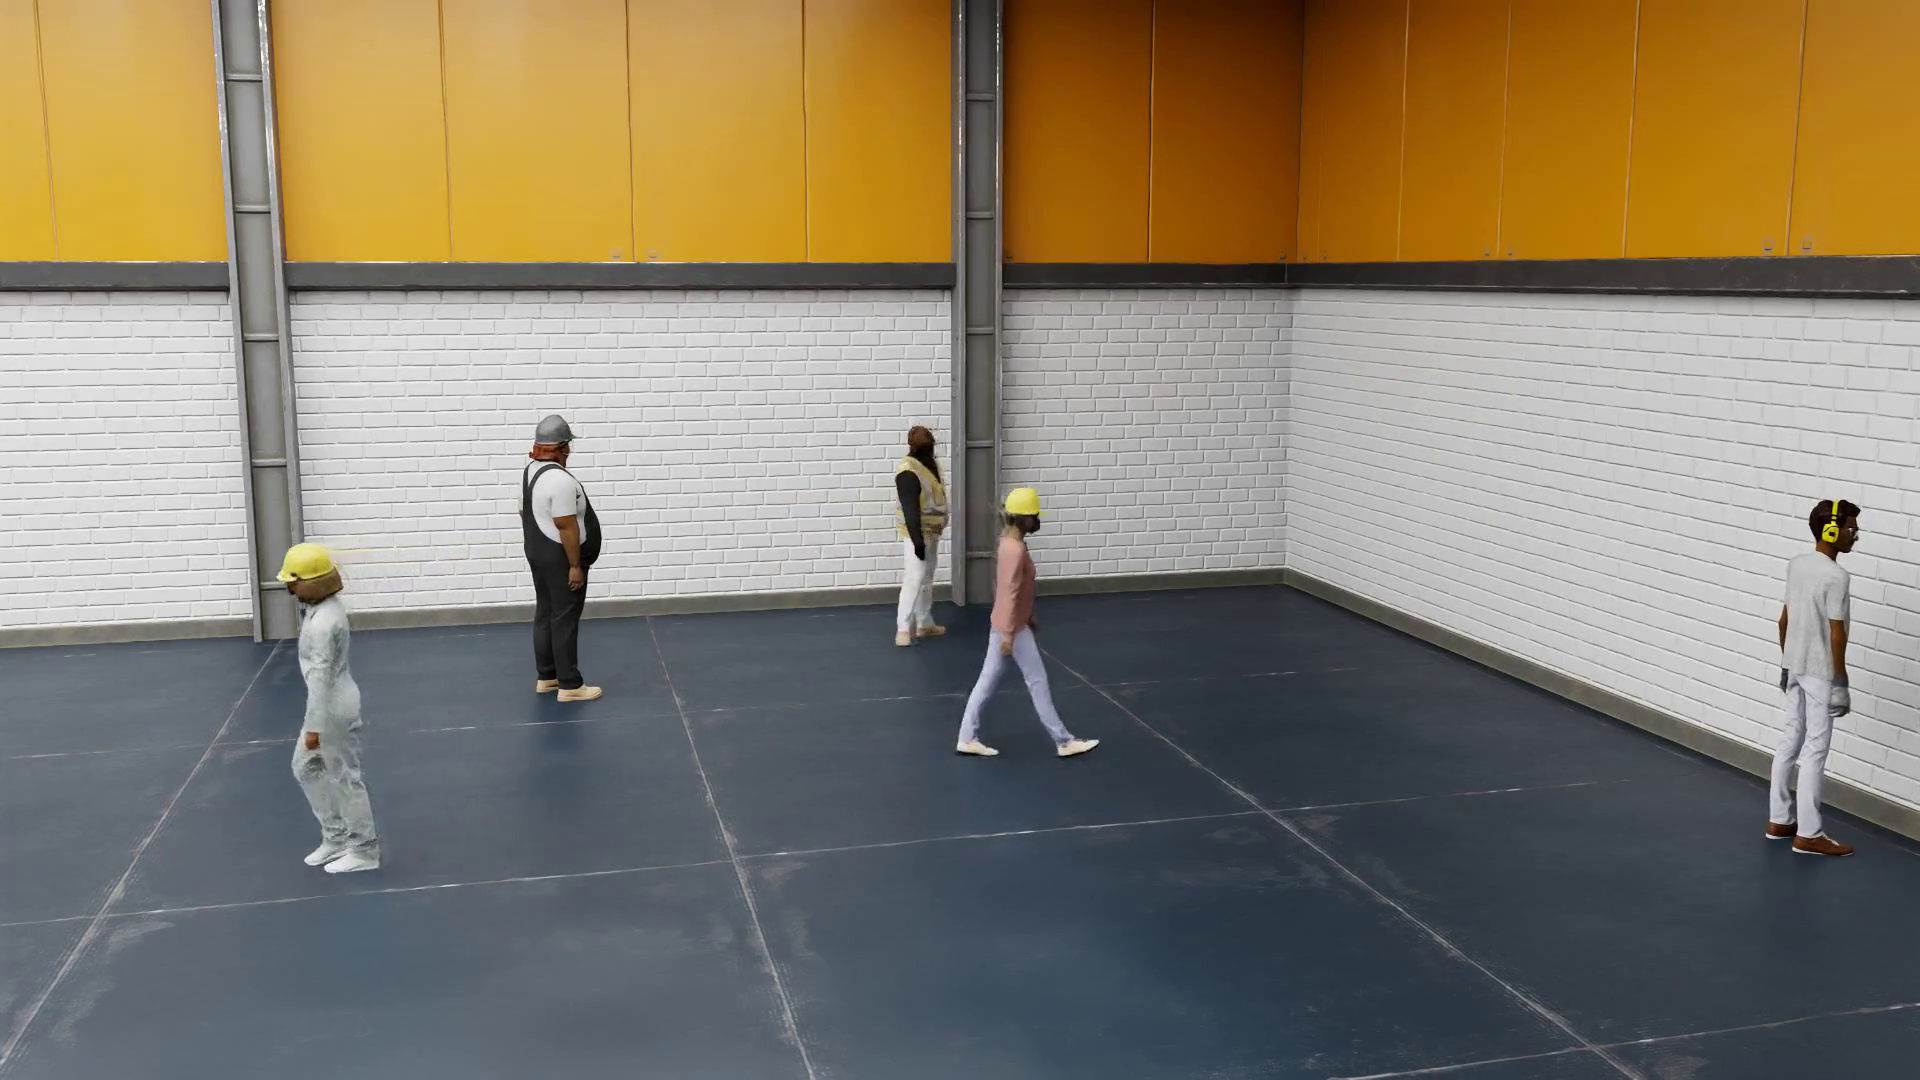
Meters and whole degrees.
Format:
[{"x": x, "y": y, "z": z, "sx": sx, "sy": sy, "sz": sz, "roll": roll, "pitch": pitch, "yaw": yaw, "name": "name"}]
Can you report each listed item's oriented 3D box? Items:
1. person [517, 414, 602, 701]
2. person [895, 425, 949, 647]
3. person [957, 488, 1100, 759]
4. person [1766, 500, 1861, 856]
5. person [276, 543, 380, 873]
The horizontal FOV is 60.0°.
[{"x": -2.832, "y": 0.118, "z": 11.904, "sx": 0.539, "sy": 2.000, "sz": 0.688, "roll": -7, "pitch": 11, "yaw": -37, "name": "person"}, {"x": -0.304, "y": -0.046, "z": 13.681, "sx": 0.432, "sy": 1.808, "sz": 0.696, "roll": 3, "pitch": 10, "yaw": 17, "name": "person"}, {"x": 0.390, "y": 0.525, "z": 10.348, "sx": 0.897, "sy": 1.711, "sz": 0.545, "roll": 0, "pitch": 9, "yaw": -3, "name": "person"}, {"x": 4.508, "y": 0.712, "z": 8.759, "sx": 0.335, "sy": 1.864, "sz": 0.521, "roll": -1, "pitch": 9, "yaw": -4, "name": "person"}, {"x": -3.177, "y": 0.853, "z": 8.294, "sx": 0.521, "sy": 1.713, "sz": 0.514, "roll": -3, "pitch": 10, "yaw": -17, "name": "person"}]
